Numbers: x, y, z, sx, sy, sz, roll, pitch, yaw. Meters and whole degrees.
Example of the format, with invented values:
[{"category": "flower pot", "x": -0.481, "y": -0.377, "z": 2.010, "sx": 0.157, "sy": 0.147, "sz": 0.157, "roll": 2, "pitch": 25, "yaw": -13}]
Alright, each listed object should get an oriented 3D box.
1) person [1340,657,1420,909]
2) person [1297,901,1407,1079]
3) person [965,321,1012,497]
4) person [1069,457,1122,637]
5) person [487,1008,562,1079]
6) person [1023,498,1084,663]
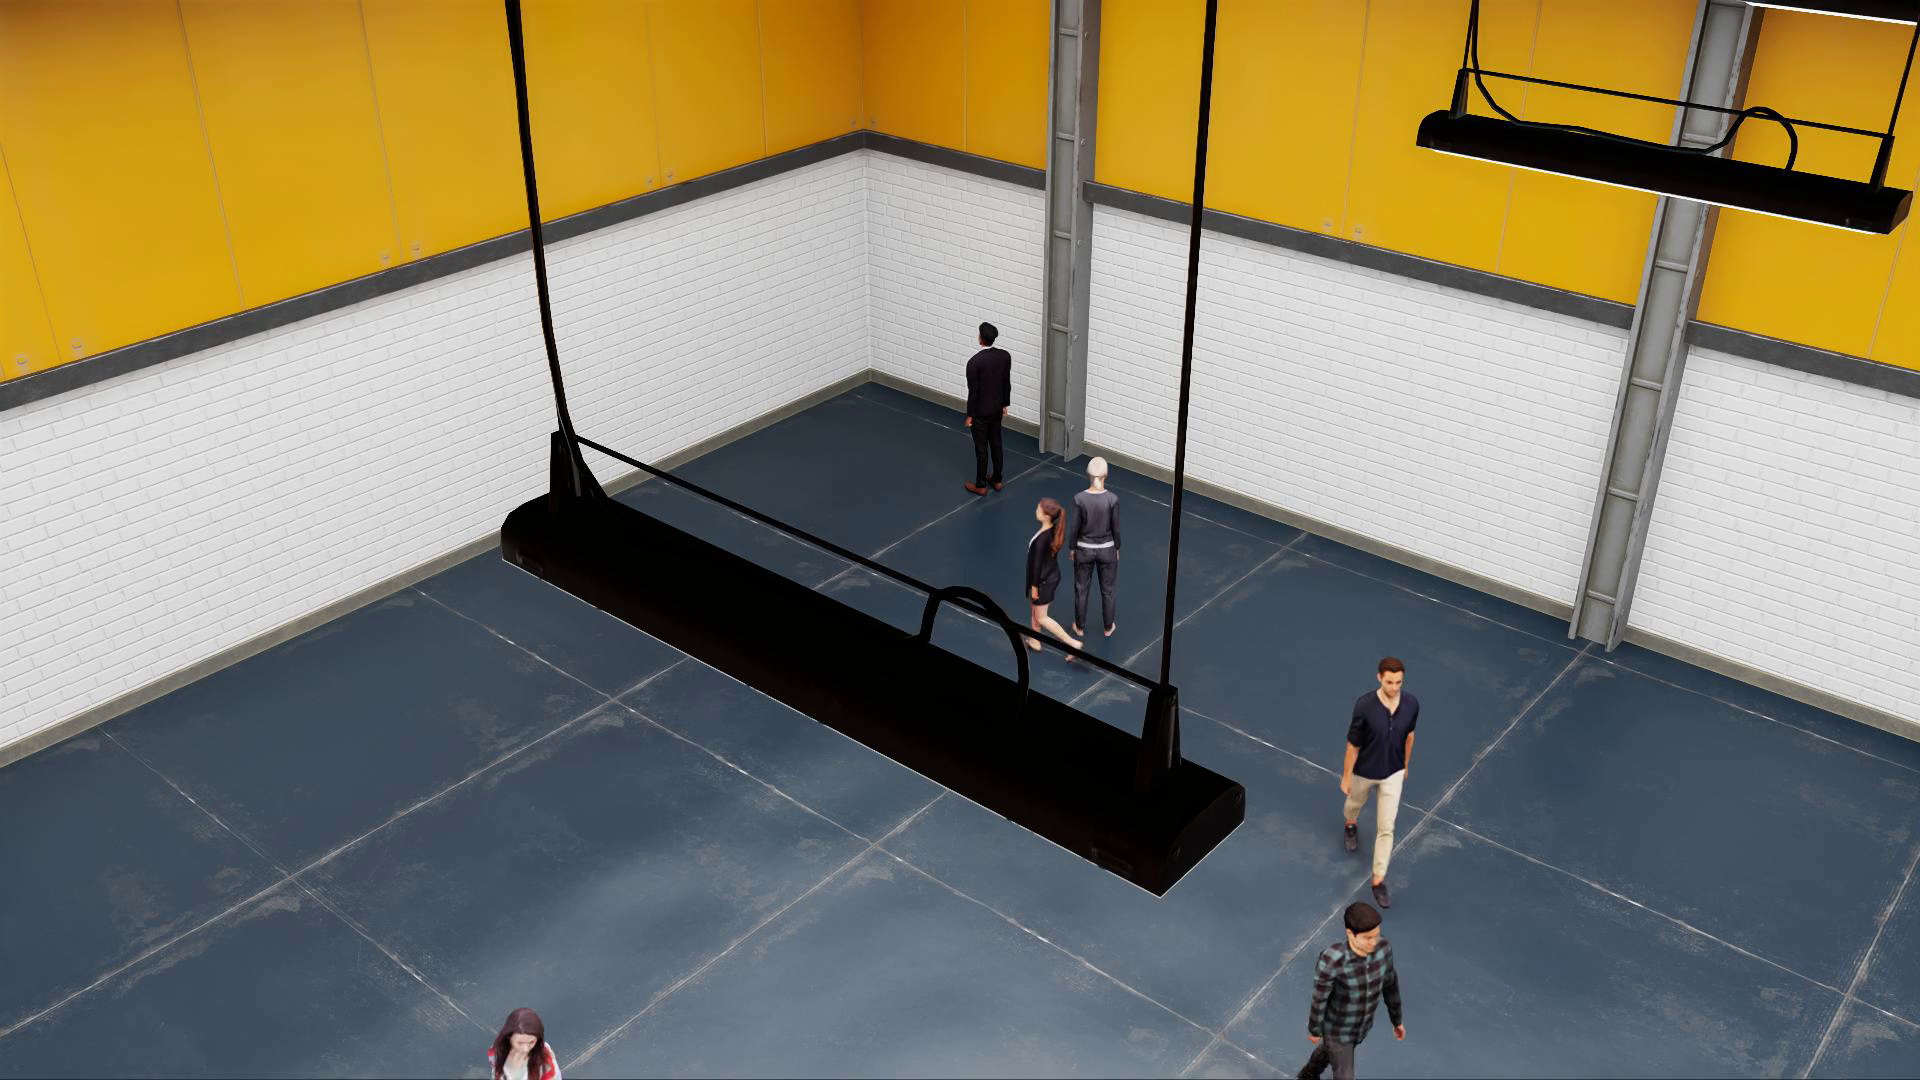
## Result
[{"category": "person", "x": 2.917, "y": 1.578, "z": 11.763, "sx": 1.207, "sy": 1.812, "sz": 1.206, "roll": 0, "pitch": 29, "yaw": 0}, {"category": "person", "x": 2.206, "y": 2.704, "z": 9.612, "sx": 0.916, "sy": 1.682, "sz": 1.153, "roll": -16, "pitch": 32, "yaw": -27}, {"category": "person", "x": 0.279, "y": -1.357, "z": 17.070, "sx": 0.744, "sy": 1.883, "sz": 0.640, "roll": -20, "pitch": 34, "yaw": -32}, {"category": "person", "x": 1.194, "y": 0.064, "z": 14.627, "sx": 0.649, "sy": 1.727, "sz": 0.745, "roll": 2, "pitch": 29, "yaw": 3}, {"category": "person", "x": -2.353, "y": 3.120, "z": 9.177, "sx": 0.709, "sy": 1.582, "sz": 0.796, "roll": 10, "pitch": 30, "yaw": 18}, {"category": "person", "x": 0.786, "y": 0.352, "z": 14.295, "sx": 0.968, "sy": 1.540, "sz": 0.675, "roll": 14, "pitch": 31, "yaw": 23}]
